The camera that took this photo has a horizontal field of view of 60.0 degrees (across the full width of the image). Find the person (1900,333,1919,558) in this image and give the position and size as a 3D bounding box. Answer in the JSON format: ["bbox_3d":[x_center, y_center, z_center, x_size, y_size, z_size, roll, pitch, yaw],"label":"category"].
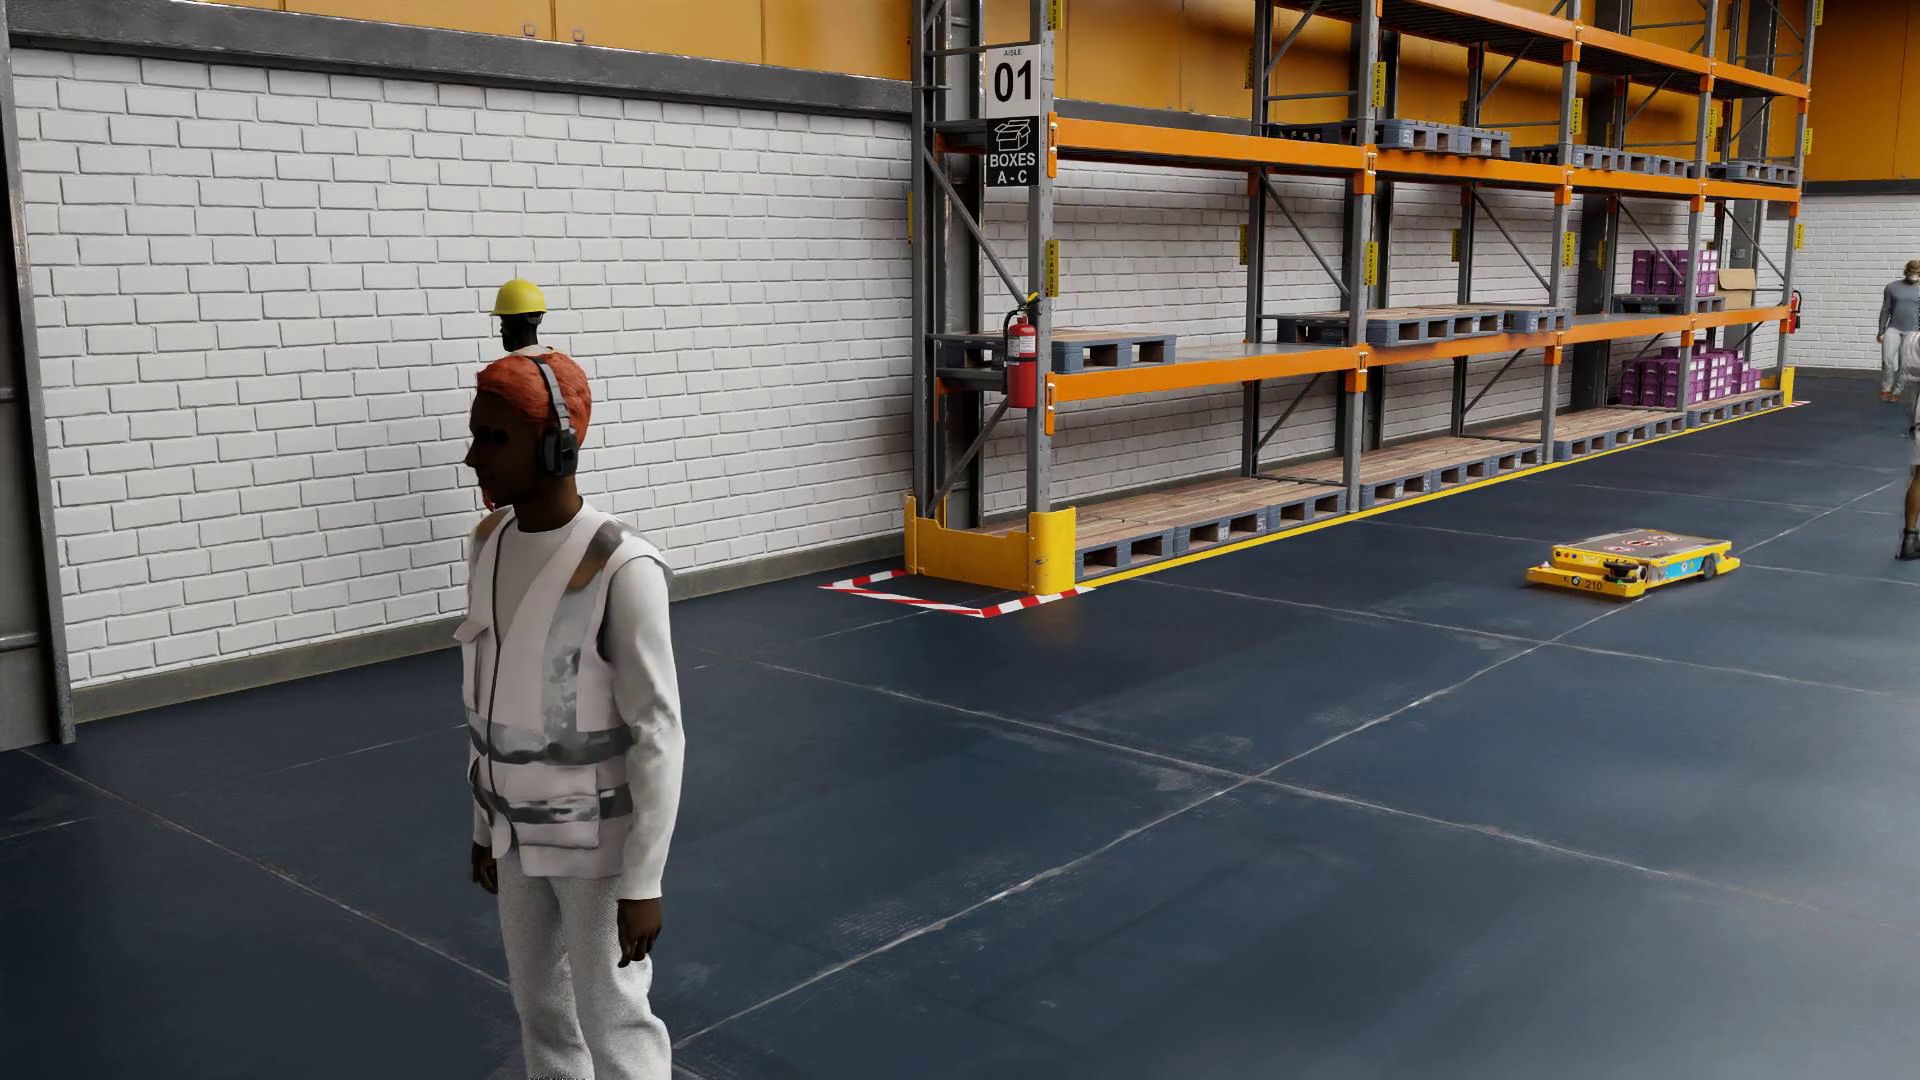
[{"bbox_3d":[6.660,-0.821,11.206,0.986,1.885,0.563,-8,13,-39],"label":"person"}]

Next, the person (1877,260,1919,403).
[{"bbox_3d":[12.602,-2.770,22.208,0.650,1.912,0.573,8,13,37],"label":"person"}]

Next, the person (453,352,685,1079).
[{"bbox_3d":[-0.761,0.583,3.206,0.578,1.882,0.346,9,13,42],"label":"person"}]

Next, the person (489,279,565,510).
[{"bbox_3d":[-2.085,-0.293,8.069,0.366,1.926,0.594,3,10,17],"label":"person"}]

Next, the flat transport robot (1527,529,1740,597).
[{"bbox_3d":[4.235,0.123,10.413,1.431,0.197,0.652,-8,13,-39],"label":"flat transport robot"}]
